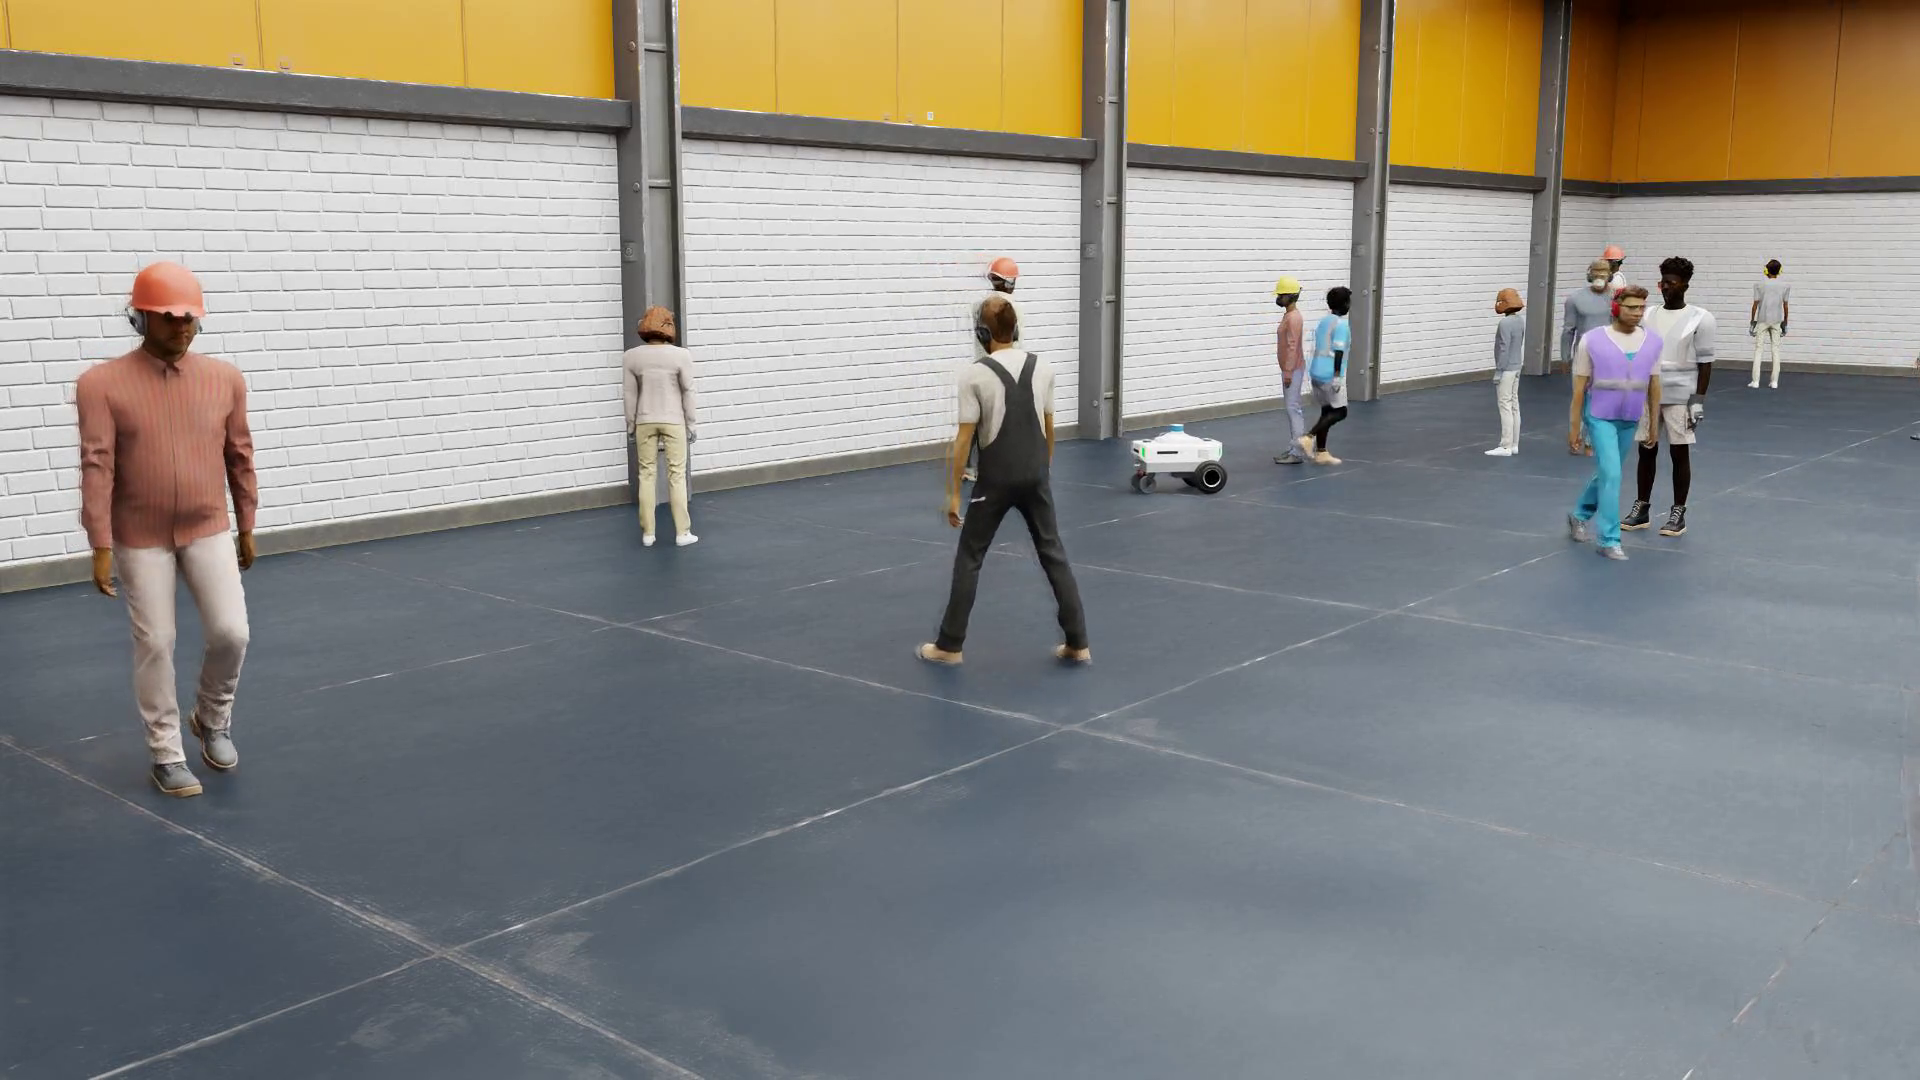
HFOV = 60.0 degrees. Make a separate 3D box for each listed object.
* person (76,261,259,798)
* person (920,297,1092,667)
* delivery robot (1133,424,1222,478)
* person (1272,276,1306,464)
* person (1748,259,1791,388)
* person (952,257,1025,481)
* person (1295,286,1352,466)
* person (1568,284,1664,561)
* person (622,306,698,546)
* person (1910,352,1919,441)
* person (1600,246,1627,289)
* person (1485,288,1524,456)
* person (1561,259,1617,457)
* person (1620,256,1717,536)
[{"bbox_3d":[-2.883,-0.026,6.115,0.638,1.973,0.437,-8,13,-38],"label":"person"},{"bbox_3d":[0.202,-0.266,8.041,0.747,1.795,0.539,-4,11,-21],"label":"person"},{"bbox_3d":[1.804,-0.721,13.846,0.707,0.478,0.477,-1,10,-8],"label":"delivery robot"},{"bbox_3d":[3.086,-1.595,15.675,0.346,1.762,0.526,1,10,7],"label":"person"},{"bbox_3d":[11.739,-3.128,24.133,0.516,1.854,0.317,2,10,13],"label":"person"},{"bbox_3d":[0.323,-1.485,14.508,0.606,1.951,1.018,8,13,38],"label":"person"},{"bbox_3d":[3.374,-1.505,15.352,0.455,1.675,0.561,-2,10,-11],"label":"person"},{"bbox_3d":[4.328,-0.806,11.114,0.577,1.808,0.910,-2,10,-10],"label":"person"},{"bbox_3d":[-2.034,-0.769,11.316,0.497,1.633,0.279,1,10,5],"label":"person"},{"bbox_3d":[10.481,-1.907,17.556,0.892,1.730,0.527,-2,10,-11],"label":"person"},{"bbox_3d":[8.914,-2.995,22.826,0.370,2.044,0.608,3,10,17],"label":"person"},{"bbox_3d":[5.345,-1.639,16.273,0.271,1.632,0.508,7,12,37],"label":"person"},{"bbox_3d":[6.141,-1.745,16.074,0.635,1.917,0.449,3,10,17],"label":"person"},{"bbox_3d":[5.005,-1.018,11.788,0.367,1.967,0.607,-8,13,-38],"label":"person"}]
